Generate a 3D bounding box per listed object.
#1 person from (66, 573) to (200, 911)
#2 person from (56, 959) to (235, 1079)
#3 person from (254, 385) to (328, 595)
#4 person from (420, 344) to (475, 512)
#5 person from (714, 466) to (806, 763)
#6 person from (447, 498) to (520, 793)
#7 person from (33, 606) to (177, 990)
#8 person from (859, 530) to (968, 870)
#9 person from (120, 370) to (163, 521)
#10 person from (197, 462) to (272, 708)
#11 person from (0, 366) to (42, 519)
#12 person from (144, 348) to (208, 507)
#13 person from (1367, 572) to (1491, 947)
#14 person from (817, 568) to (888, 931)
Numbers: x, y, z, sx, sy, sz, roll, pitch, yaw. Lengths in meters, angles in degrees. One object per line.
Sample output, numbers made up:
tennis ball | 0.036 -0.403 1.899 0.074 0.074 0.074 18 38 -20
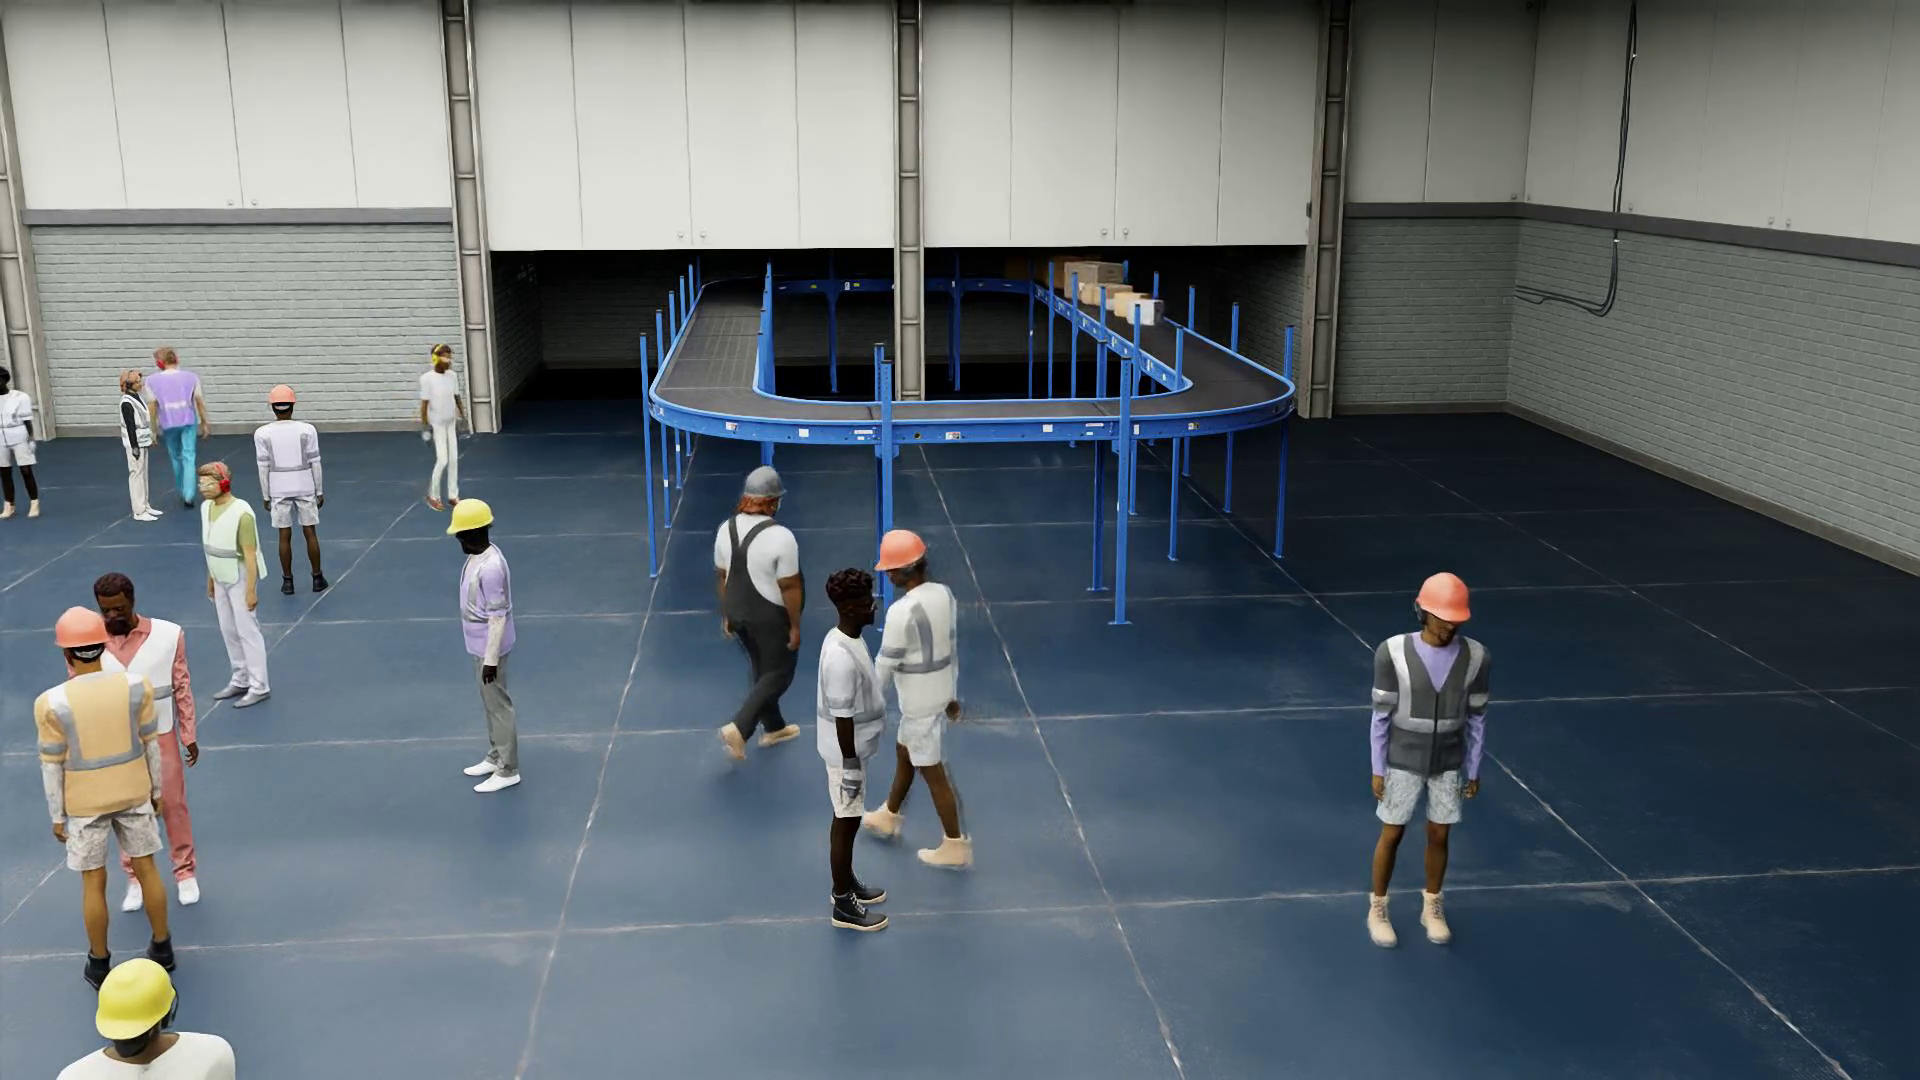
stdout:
person | -4.497 1.088 9.090 0.601 1.903 0.411 -6 15 -21
person | -2.514 2.120 5.240 0.523 1.763 0.329 -8 16 -29
person | -6.106 -0.457 15.205 0.543 1.932 0.365 -5 15 -19
person | -5.747 -1.266 18.604 0.384 1.858 0.543 8 16 28
person | -1.371 0.488 11.202 0.689 2.000 0.790 12 18 39
person | -3.059 0.668 10.719 0.369 1.925 0.586 -6 15 -24
person | -4.270 1.273 8.305 0.546 1.927 0.406 -11 18 -38
person | -0.343 0.911 9.614 0.952 1.987 0.609 6 15 21
person | -8.935 -1.027 18.078 0.306 1.639 0.523 -4 15 -15
person | -5.359 0.314 12.313 0.573 1.838 0.386 10 17 35
person | -10.357 -1.062 18.128 0.547 1.688 0.332 -1 14 -6
person | -8.817 -1.271 18.776 0.598 1.789 0.941 -8 16 -29
person | 2.417 1.144 8.604 0.605 2.035 0.411 0 14 0
person | -0.578 1.102 8.896 0.366 1.966 0.607 -1 14 -3
